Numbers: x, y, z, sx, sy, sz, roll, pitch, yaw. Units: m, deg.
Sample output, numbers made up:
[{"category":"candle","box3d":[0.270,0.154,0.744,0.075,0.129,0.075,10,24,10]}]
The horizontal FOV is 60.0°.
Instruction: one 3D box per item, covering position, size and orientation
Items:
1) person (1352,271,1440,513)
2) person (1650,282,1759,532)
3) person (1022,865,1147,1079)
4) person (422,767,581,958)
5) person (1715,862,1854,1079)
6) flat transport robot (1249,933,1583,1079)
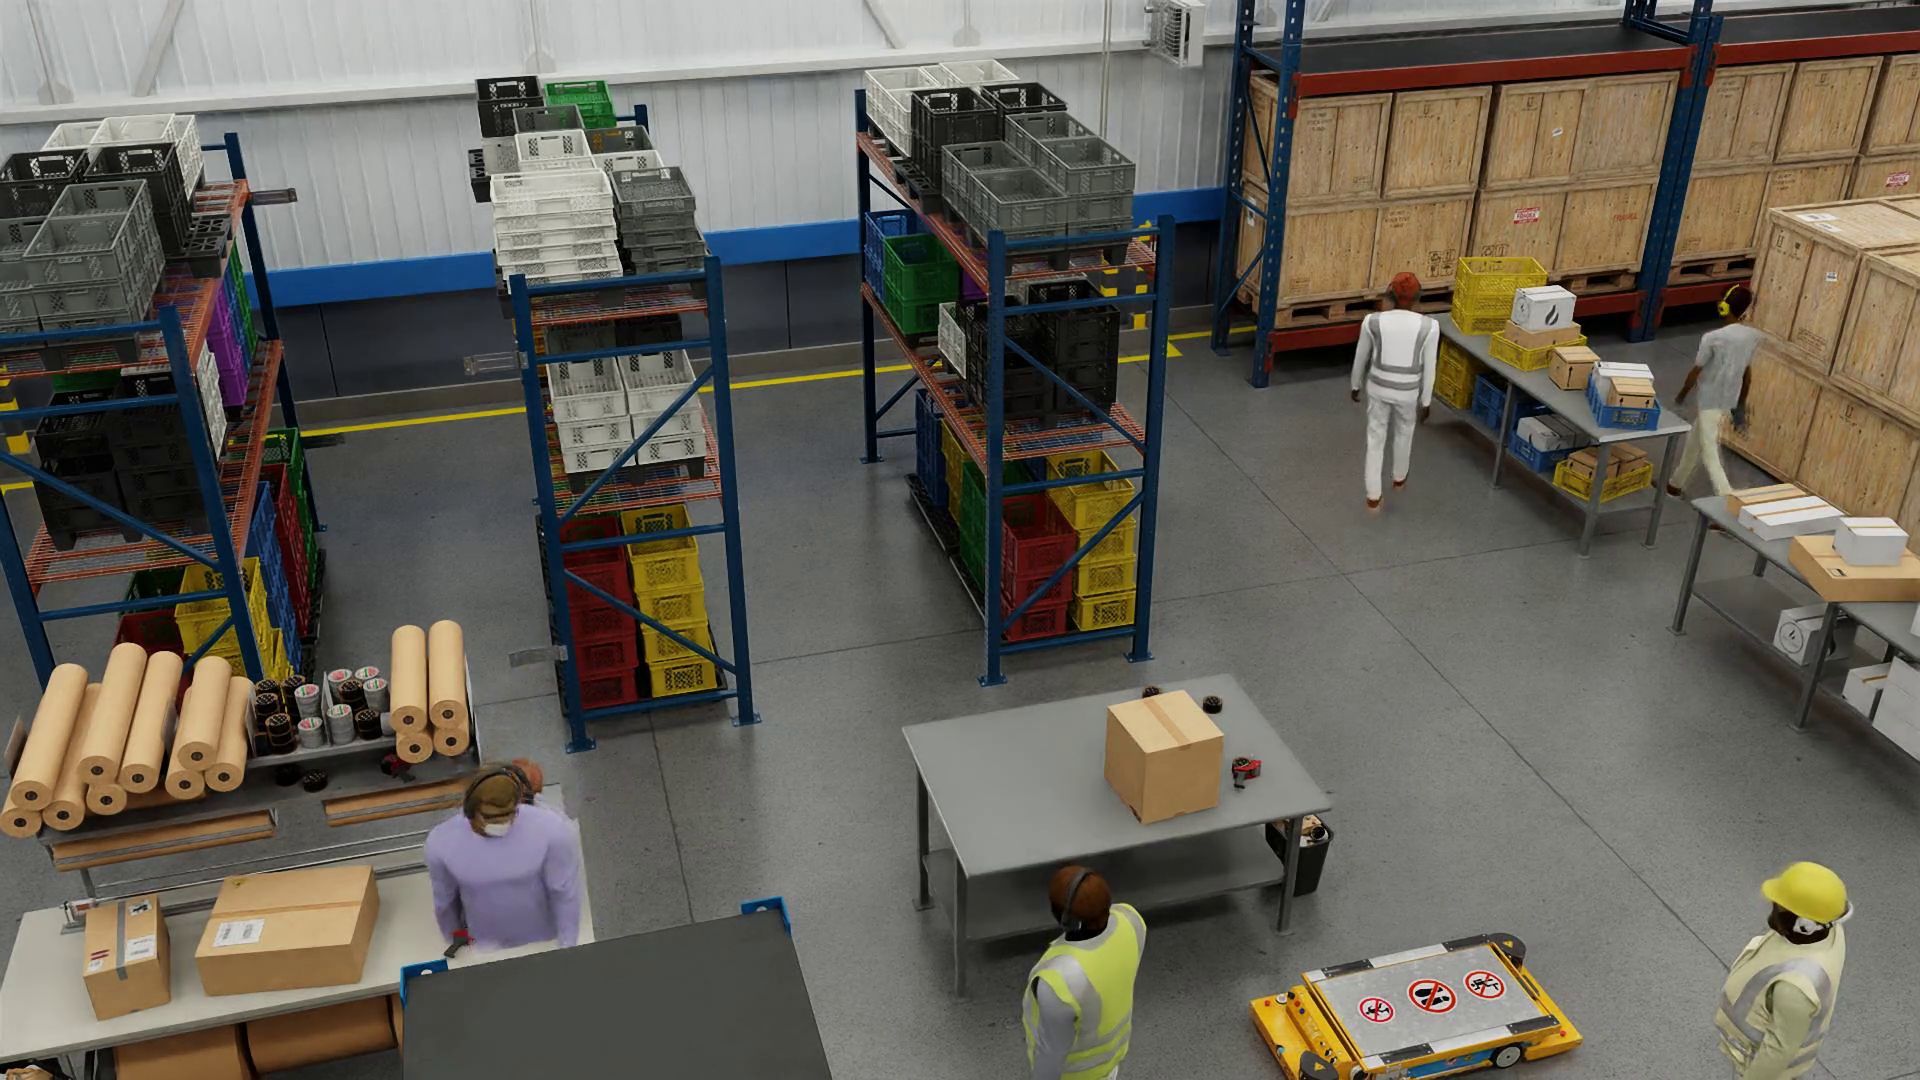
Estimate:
[{"category":"person","box3d":[3.283,-1.167,12.611,0.609,1.861,0.777,9,30,17]},{"category":"person","box3d":[5.648,-0.995,12.350,0.514,1.827,0.963,-13,31,-22]},{"category":"person","box3d":[0.464,2.064,6.759,0.429,1.844,0.627,19,34,31]},{"category":"person","box3d":[-1.961,1.752,7.298,0.630,1.873,1.003,-7,29,-12]},{"category":"person","box3d":[3.283,2.046,6.797,0.404,1.835,0.590,16,33,27]},{"category":"flat transport robot","box3d":[2.184,2.282,7.980,1.431,0.197,0.652,-8,30,-14]}]
